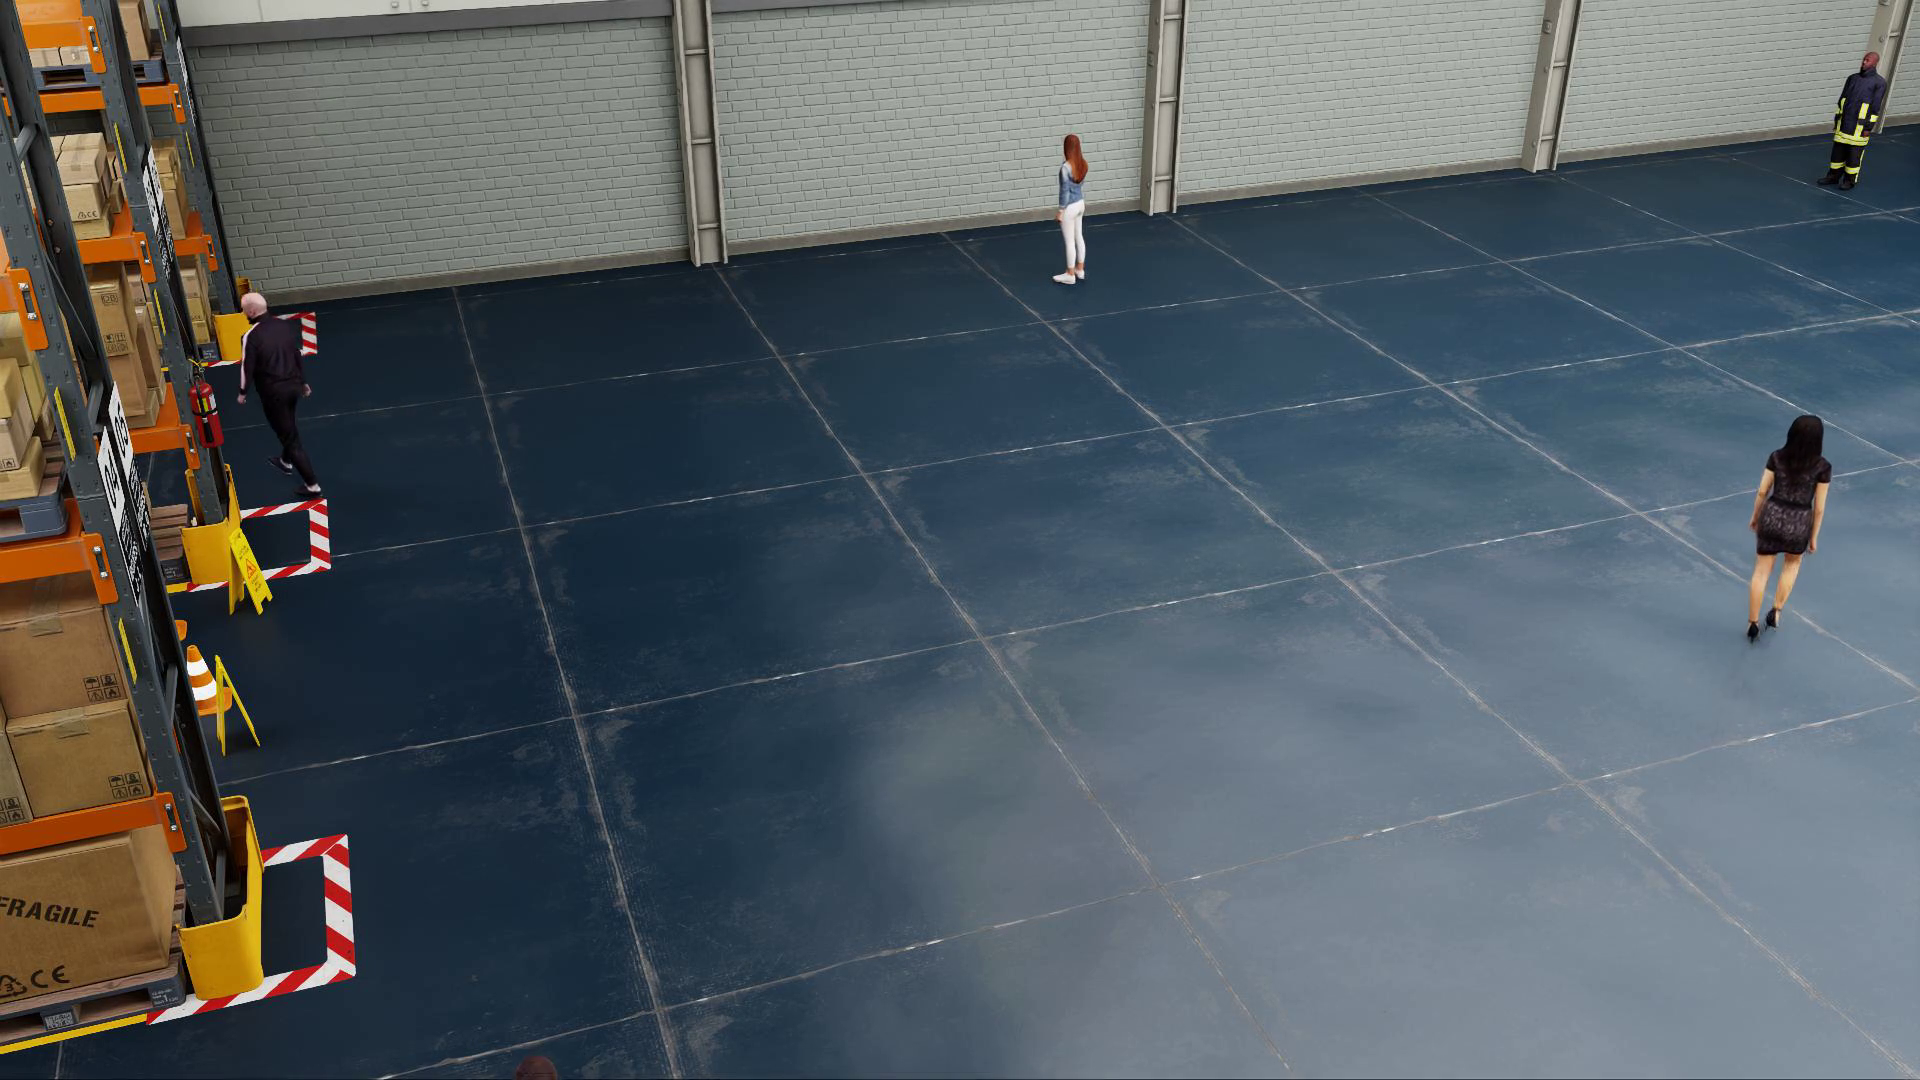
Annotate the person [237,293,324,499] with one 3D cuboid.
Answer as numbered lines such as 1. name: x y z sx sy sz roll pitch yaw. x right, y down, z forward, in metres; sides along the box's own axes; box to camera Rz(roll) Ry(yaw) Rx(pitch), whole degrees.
1. person: -5.676 -1.189 14.083 1.145 1.795 1.077 12 30 21

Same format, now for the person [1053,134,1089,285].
1. person: 1.293 -3.798 19.082 0.749 1.700 0.645 18 33 30

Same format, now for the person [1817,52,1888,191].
1. person: 12.126 -5.694 22.512 0.732 1.823 0.792 -16 32 -27

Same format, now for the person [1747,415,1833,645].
1. person: 5.884 -0.031 11.926 0.760 1.778 0.809 16 32 28
